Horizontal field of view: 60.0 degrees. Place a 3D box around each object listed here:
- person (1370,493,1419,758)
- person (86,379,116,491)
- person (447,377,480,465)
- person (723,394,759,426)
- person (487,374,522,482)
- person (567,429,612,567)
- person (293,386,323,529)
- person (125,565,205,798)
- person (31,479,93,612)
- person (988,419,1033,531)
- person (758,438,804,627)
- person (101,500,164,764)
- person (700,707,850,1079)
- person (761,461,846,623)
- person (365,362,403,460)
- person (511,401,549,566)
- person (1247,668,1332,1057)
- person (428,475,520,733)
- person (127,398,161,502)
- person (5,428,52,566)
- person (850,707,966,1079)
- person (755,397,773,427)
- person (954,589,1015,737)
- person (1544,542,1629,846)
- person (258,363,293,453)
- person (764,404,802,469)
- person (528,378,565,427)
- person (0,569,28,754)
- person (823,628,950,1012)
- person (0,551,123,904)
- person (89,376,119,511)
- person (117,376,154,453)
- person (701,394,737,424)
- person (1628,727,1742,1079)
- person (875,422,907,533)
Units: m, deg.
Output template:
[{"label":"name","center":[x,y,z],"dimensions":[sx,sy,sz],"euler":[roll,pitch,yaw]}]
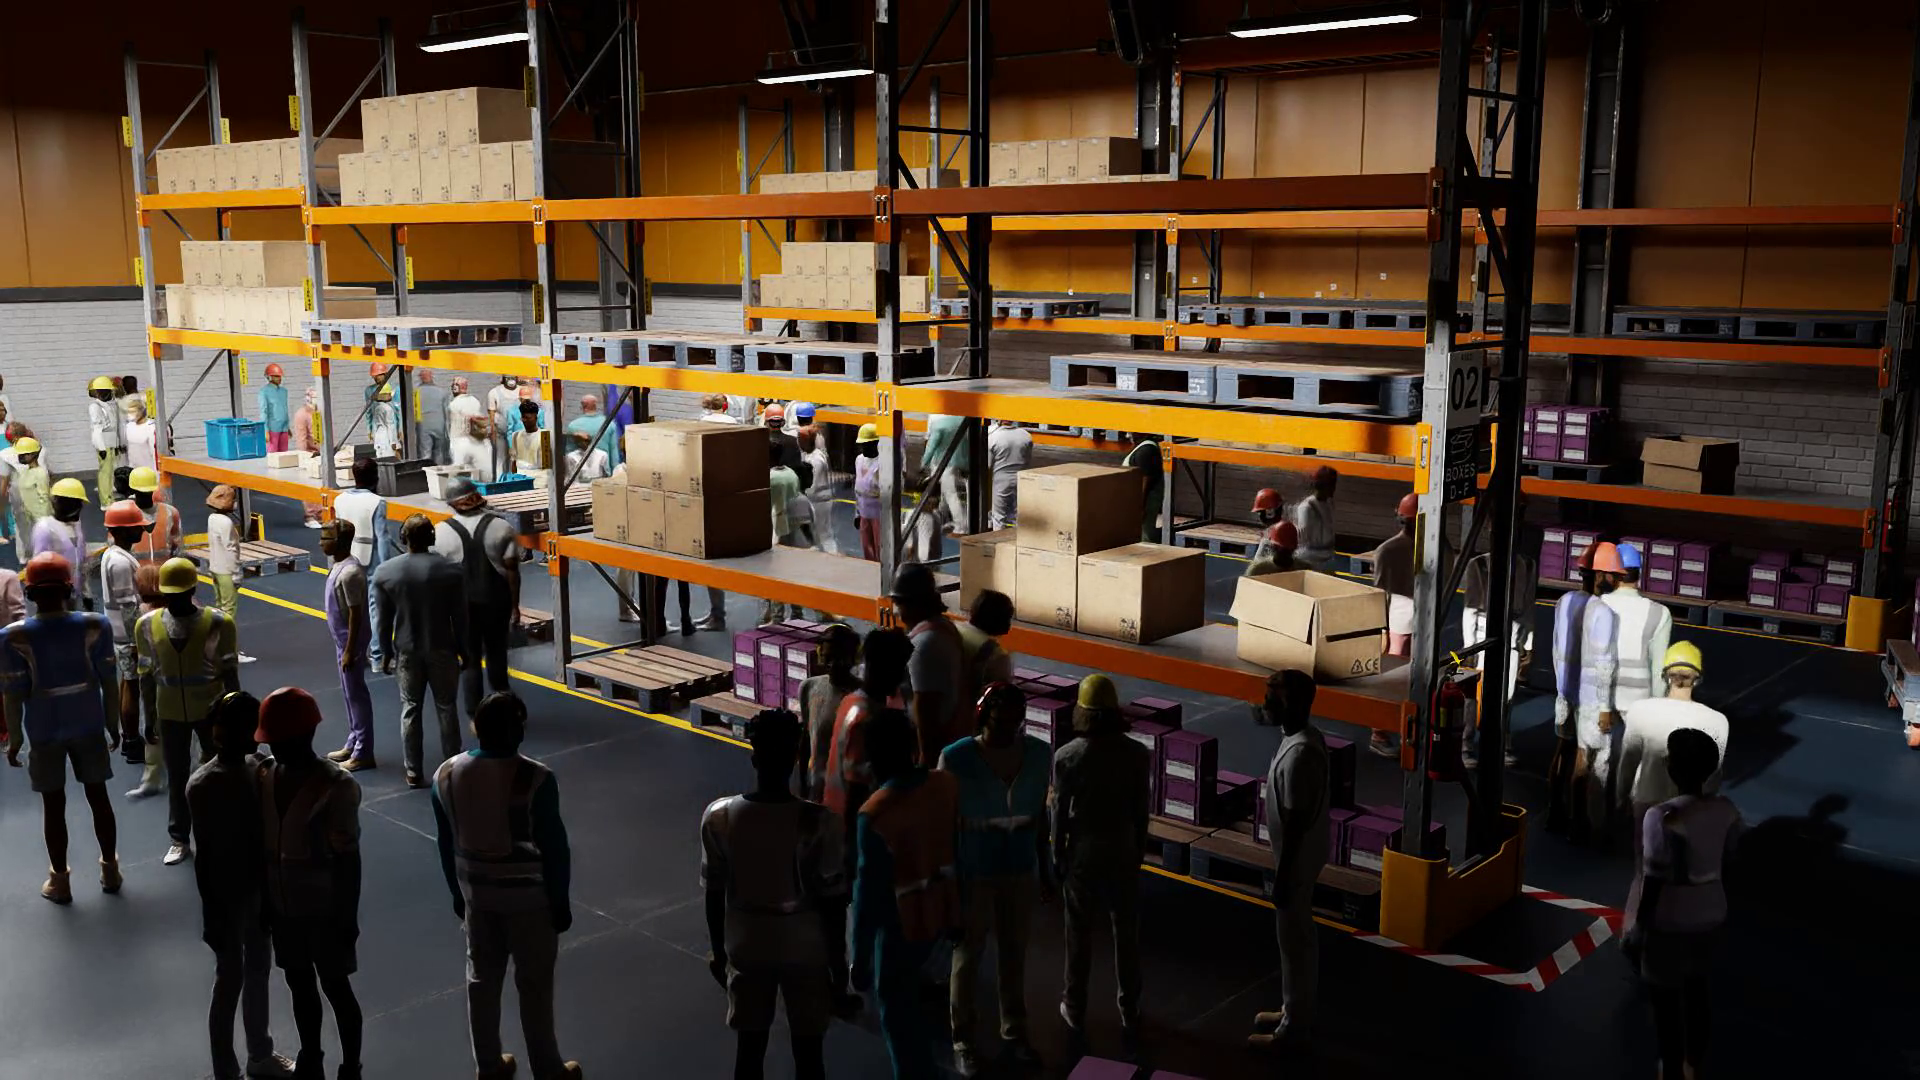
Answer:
[{"label":"person","center":[3.323,0.624,12.325],"dimensions":[0.618,1.985,0.405],"euler":[-5,11,-28]},{"label":"person","center":[-13.251,-1.611,25.662],"dimensions":[0.484,1.737,0.321],"euler":[8,13,39]},{"label":"person","center":[-7.156,-1.386,23.904],"dimensions":[0.408,1.906,0.652],"euler":[3,10,15]},{"label":"person","center":[-3.296,-1.597,24.990],"dimensions":[0.605,1.944,0.403],"euler":[-5,11,-24]},{"label":"person","center":[-6.660,-1.609,24.789],"dimensions":[0.681,2.000,0.538],"euler":[-6,12,-30]},{"label":"person","center":[-4.362,-0.498,19.687],"dimensions":[0.556,1.622,0.415],"euler":[-4,11,-22]},{"label":"person","center":[-8.640,-1.113,22.367],"dimensions":[0.402,1.906,0.652],"euler":[2,10,12]},{"label":"person","center":[-5.465,0.971,11.416],"dimensions":[0.532,1.594,0.726],"euler":[4,11,22]},{"label":"person","center":[-7.282,0.451,13.588],"dimensions":[0.503,1.888,0.680],"euler":[0,10,3]},{"label":"person","center":[0.548,-0.651,19.786],"dimensions":[0.647,1.902,0.400],"euler":[-4,11,-24]},{"label":"person","center":[-1.765,-0.046,16.341],"dimensions":[0.398,1.909,0.590],"euler":[7,12,34]},{"label":"person","center":[-6.063,0.670,12.198],"dimensions":[0.361,1.938,0.545],"euler":[-6,12,-31]},{"label":"person","center":[-0.729,1.633,6.682],"dimensions":[0.604,1.960,0.369],"euler":[2,10,12]},{"label":"person","center":[-1.599,0.042,16.536],"dimensions":[0.821,1.661,0.539],"euler":[0,10,0]},{"label":"person","center":[-8.825,-1.726,25.498],"dimensions":[0.607,2.033,0.413],"euler":[1,10,6]},{"label":"person","center":[-5.050,-0.670,19.687],"dimensions":[0.611,1.965,0.362],"euler":[3,10,16]},{"label":"person","center":[1.562,1.499,7.797],"dimensions":[0.342,1.839,0.504],"euler":[3,11,17]},{"label":"person","center":[-3.816,0.465,13.061],"dimensions":[0.702,2.000,0.795],"euler":[-4,11,-20]},{"label":"person","center":[-9.966,-0.781,20.407],"dimensions":[0.632,1.935,0.357],"euler":[7,12,33]},{"label":"person","center":[-11.056,-0.513,19.725],"dimensions":[0.523,1.638,0.310],"euler":[-3,10,-15]},{"label":"person","center":[-0.219,1.626,6.969],"dimensions":[0.500,1.873,0.650],"euler":[7,12,34]},{"label":"person","center":[-2.837,-1.407,24.504],"dimensions":[0.353,1.739,0.574],"euler":[-3,10,-15]},{"label":"person","center":[0.094,1.167,9.786],"dimensions":[0.432,1.810,0.690],"euler":[-8,13,-39]},{"label":"person","center":[3.981,0.963,10.544],"dimensions":[0.370,1.933,0.551],"euler":[-2,10,-11]},{"label":"person","center":[-10.457,-1.707,25.472],"dimensions":[0.384,1.993,0.622],"euler":[3,10,14]},{"label":"person","center":[-2.092,-0.551,18.937],"dimensions":[0.614,1.993,0.395],"euler":[-4,11,-24]},{"label":"person","center":[-6.721,-1.951,27.028],"dimensions":[0.627,1.934,0.371],"euler":[-8,13,-39]},{"label":"person","center":[-7.078,0.790,12.117],"dimensions":[0.539,1.725,0.866],"euler":[-7,12,-35]},{"label":"person","center":[-0.377,1.392,8.175],"dimensions":[0.901,1.911,0.689],"euler":[-2,10,-10]},{"label":"person","center":[-5.177,1.075,9.601],"dimensions":[0.605,2.045,0.385],"euler":[-8,13,-37]},{"label":"person","center":[-12.193,-1.372,23.769],"dimensions":[0.364,1.928,0.586],"euler":[-2,10,-12]},{"label":"person","center":[-12.183,-1.498,24.625],"dimensions":[0.946,1.870,0.629],"euler":[7,12,34]},{"label":"person","center":[-3.182,-1.008,21.978],"dimensions":[0.560,1.836,0.394],"euler":[5,11,24]},{"label":"person","center":[3.172,1.656,7.322],"dimensions":[0.540,1.697,0.318],"euler":[-5,11,-27]},{"label":"person","center":[-0.859,-0.912,21.179],"dimensions":[0.393,1.927,0.549],"euler":[8,13,37]}]
